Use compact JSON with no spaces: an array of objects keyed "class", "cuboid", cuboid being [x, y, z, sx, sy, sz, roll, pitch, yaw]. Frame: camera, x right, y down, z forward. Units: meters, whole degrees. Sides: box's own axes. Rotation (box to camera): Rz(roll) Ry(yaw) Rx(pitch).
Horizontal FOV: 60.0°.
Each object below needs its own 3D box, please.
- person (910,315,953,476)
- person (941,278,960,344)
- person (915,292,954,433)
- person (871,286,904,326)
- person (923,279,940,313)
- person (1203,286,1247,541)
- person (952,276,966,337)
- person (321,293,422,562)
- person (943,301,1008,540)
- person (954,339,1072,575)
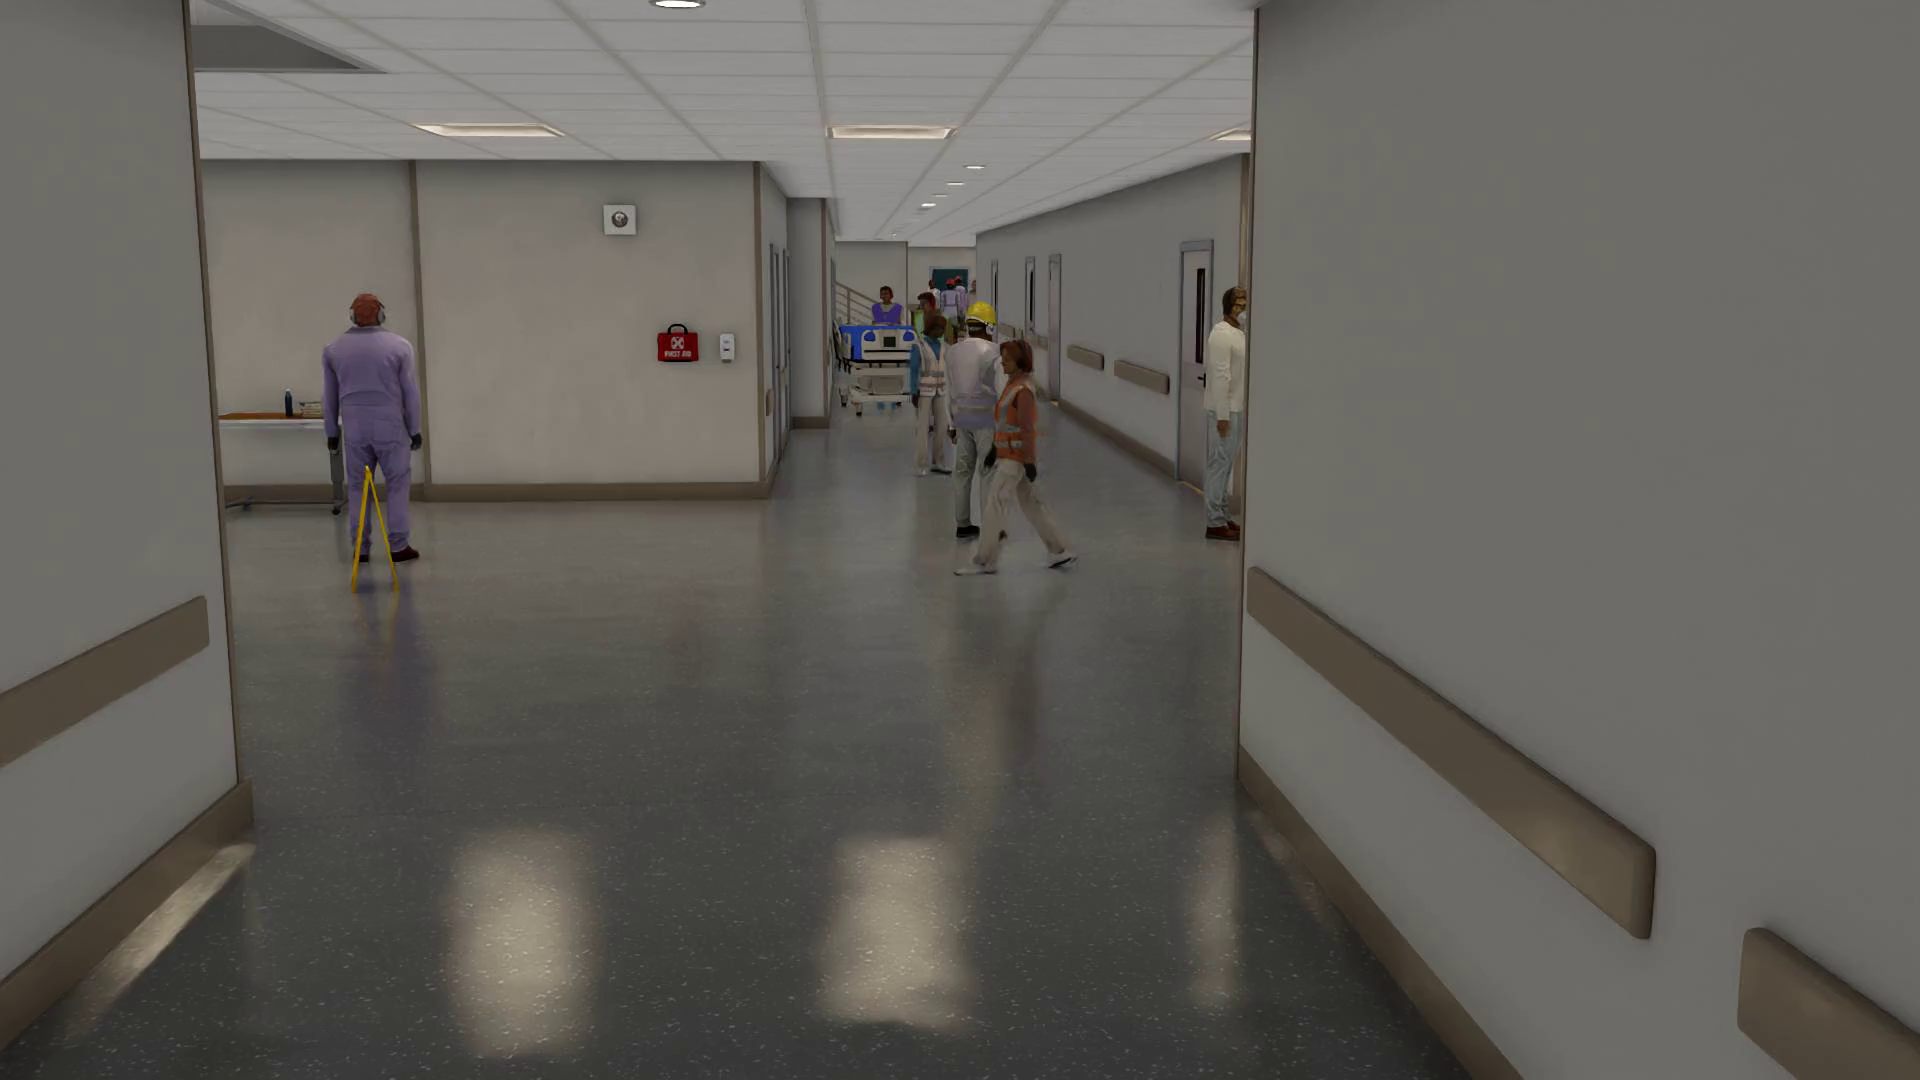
[{"class":"person","cuboid":[-0.305,-1.455,16.823,0.556,1.622,0.332,-7,12,-38]},{"class":"person","cuboid":[-0.270,-6.253,45.938,0.552,1.935,0.374,-1,9,-9]},{"class":"person","cuboid":[-0.335,-2.258,21.275,0.694,1.794,0.781,6,11,31]},{"class":"person","cuboid":[-1.221,-3.347,27.986,0.572,1.843,0.373,2,9,11]},{"class":"person","cuboid":[-0.933,-7.693,55.154,0.574,1.882,0.358,-2,9,-12]},{"class":"person","cuboid":[2.066,-0.973,12.796,0.379,1.937,0.629,3,10,21]},{"class":"person","cuboid":[-0.122,-7.594,54.212,0.723,1.984,0.672,6,11,34]},{"class":"person","cuboid":[-4.148,-0.787,11.761,0.666,1.896,0.397,0,9,0]},{"class":"person","cuboid":[0.151,-0.903,12.721,0.592,1.824,0.403,7,11,36]},{"class":"person","cuboid":[0.395,-0.559,11.294,0.828,1.600,0.512,0,9,-3]}]
